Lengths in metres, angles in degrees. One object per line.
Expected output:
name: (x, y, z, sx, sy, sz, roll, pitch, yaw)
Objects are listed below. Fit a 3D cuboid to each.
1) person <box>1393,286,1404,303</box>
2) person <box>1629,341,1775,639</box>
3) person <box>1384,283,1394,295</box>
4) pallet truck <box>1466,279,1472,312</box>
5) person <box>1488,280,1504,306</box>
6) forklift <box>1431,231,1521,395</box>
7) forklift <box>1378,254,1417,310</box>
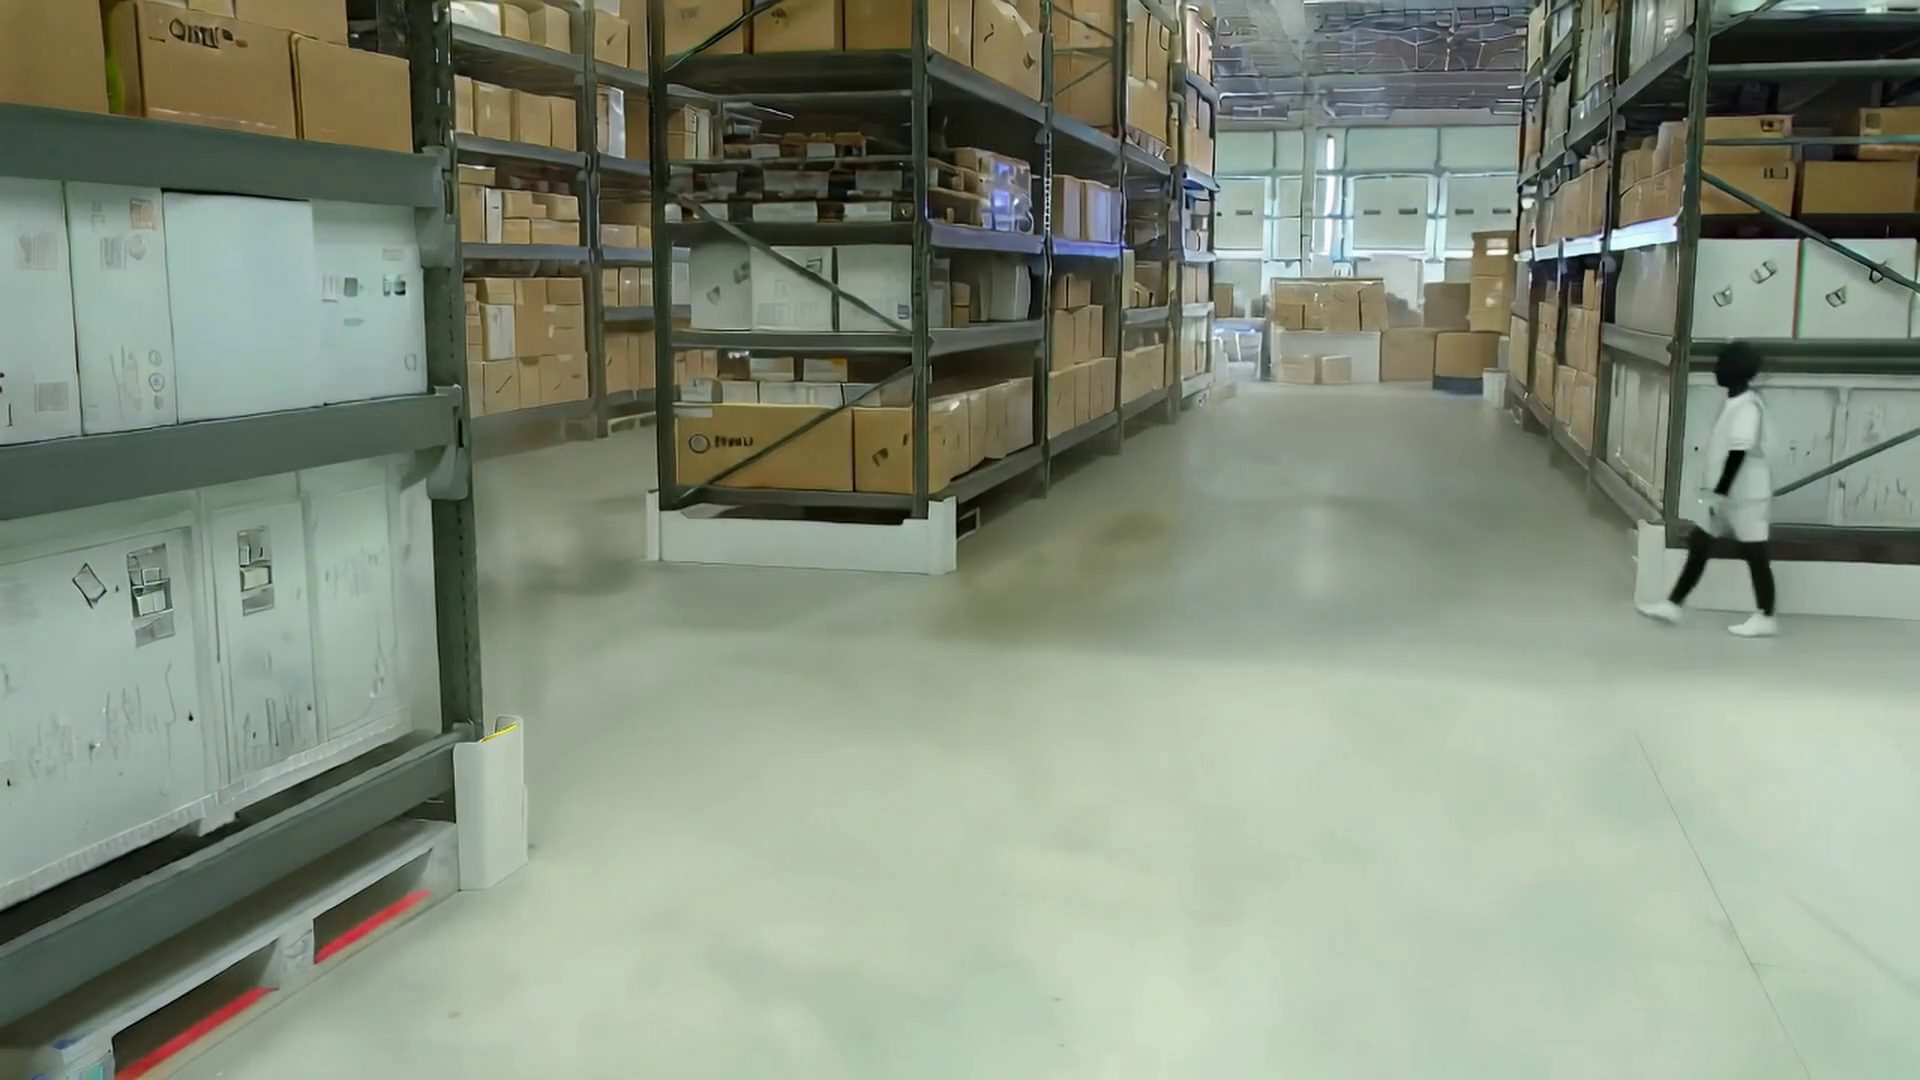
person: (9.681, -4.698, 36.914, 0.429, 1.839, 0.634, -1, 9, -8)
person: (4.231, -0.276, 9.354, 0.820, 1.656, 0.557, 2, 9, 14)
person: (10.994, -5.576, 42.347, 0.996, 1.903, 0.637, 2, 9, 14)
pallet truck: (18.896, -8.459, 60.307, 1.885, 1.965, 0.823, 5, 10, 31)
person: (9.710, -3.687, 29.997, 0.379, 1.996, 0.611, -1, 9, -6)
forklift: (9.325, -3.983, 29.078, 1.873, 2.768, 1.129, -5, 10, -30)
forklift: (14.526, -8.207, 55.916, 1.129, 2.768, 1.873, -2, 9, -11)
